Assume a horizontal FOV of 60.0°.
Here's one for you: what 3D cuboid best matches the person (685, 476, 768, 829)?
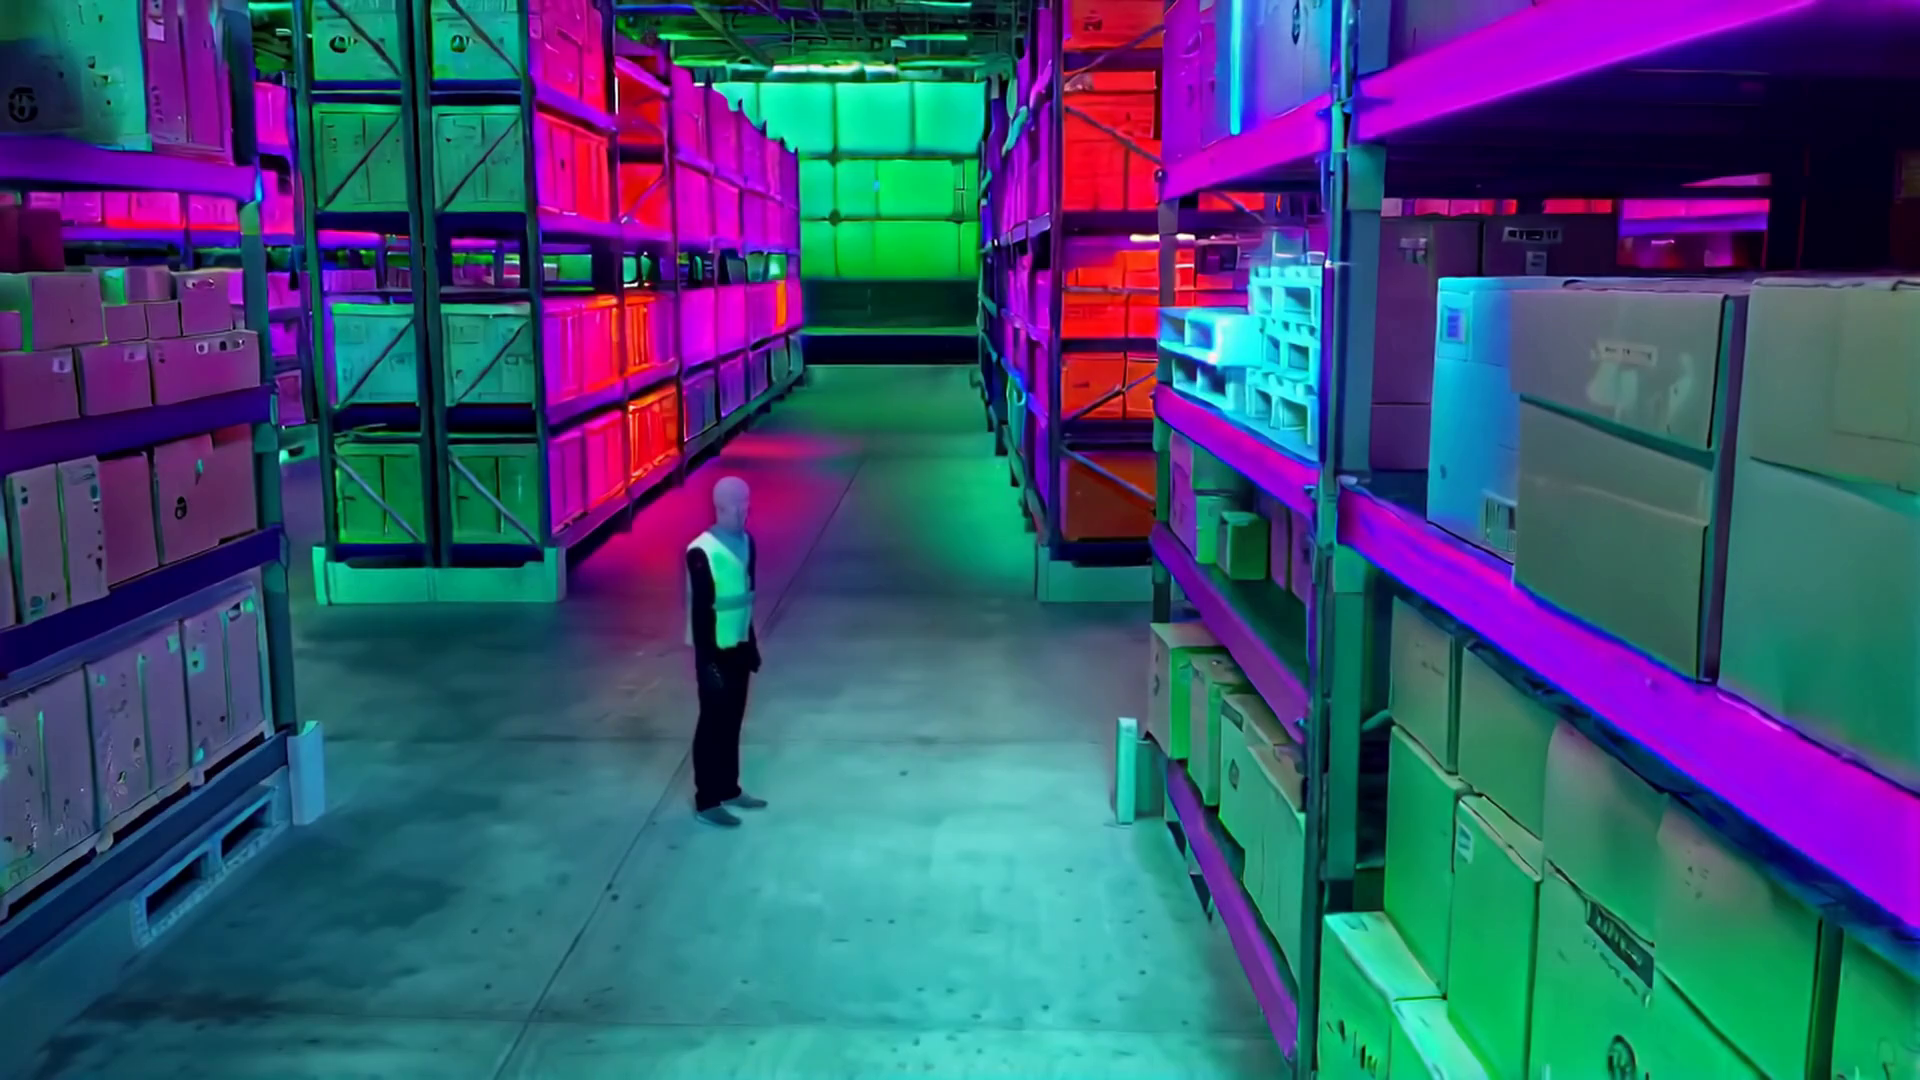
[{"bbox_3d":[-1.296,0.599,9.146,0.393,1.913,0.590,4,10,21],"label":"person"}]
